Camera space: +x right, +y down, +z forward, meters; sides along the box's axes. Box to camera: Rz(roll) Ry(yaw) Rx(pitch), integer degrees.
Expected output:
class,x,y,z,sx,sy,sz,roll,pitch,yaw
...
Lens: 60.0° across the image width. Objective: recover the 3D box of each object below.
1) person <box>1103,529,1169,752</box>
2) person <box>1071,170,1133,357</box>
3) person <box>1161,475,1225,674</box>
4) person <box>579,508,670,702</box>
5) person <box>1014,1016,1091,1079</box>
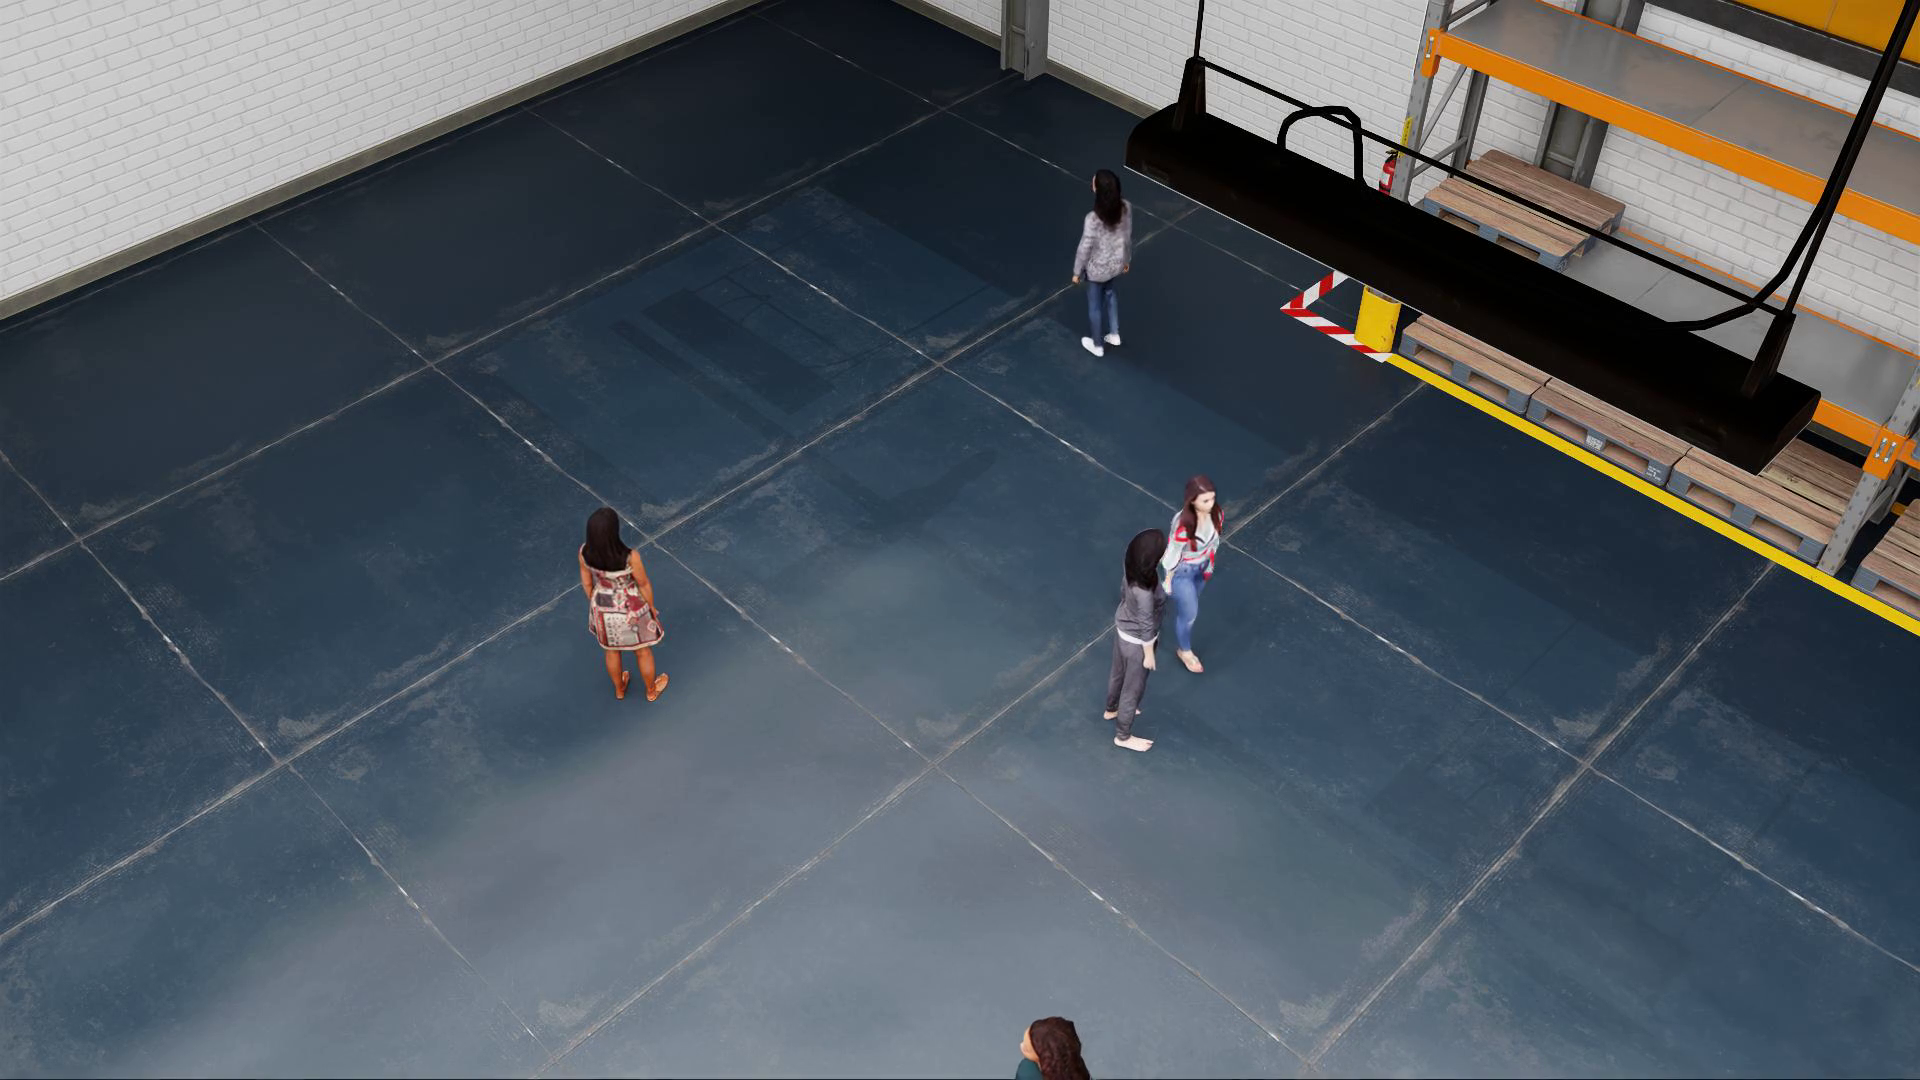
class,x,y,z,sx,sy,sz,roll,pitch,yaw
person,1.098,0.600,10.418,0.735,1.764,0.636,-7,44,-8
person,1.200,-2.172,13.356,0.704,1.726,0.665,-23,48,-22
person,1.460,0.147,11.019,0.721,1.591,1.008,-25,49,-24
person,-2.185,0.427,10.686,0.689,1.645,0.781,5,44,5
person,0.523,2.839,8.204,1.116,1.576,1.084,-1,44,-1
